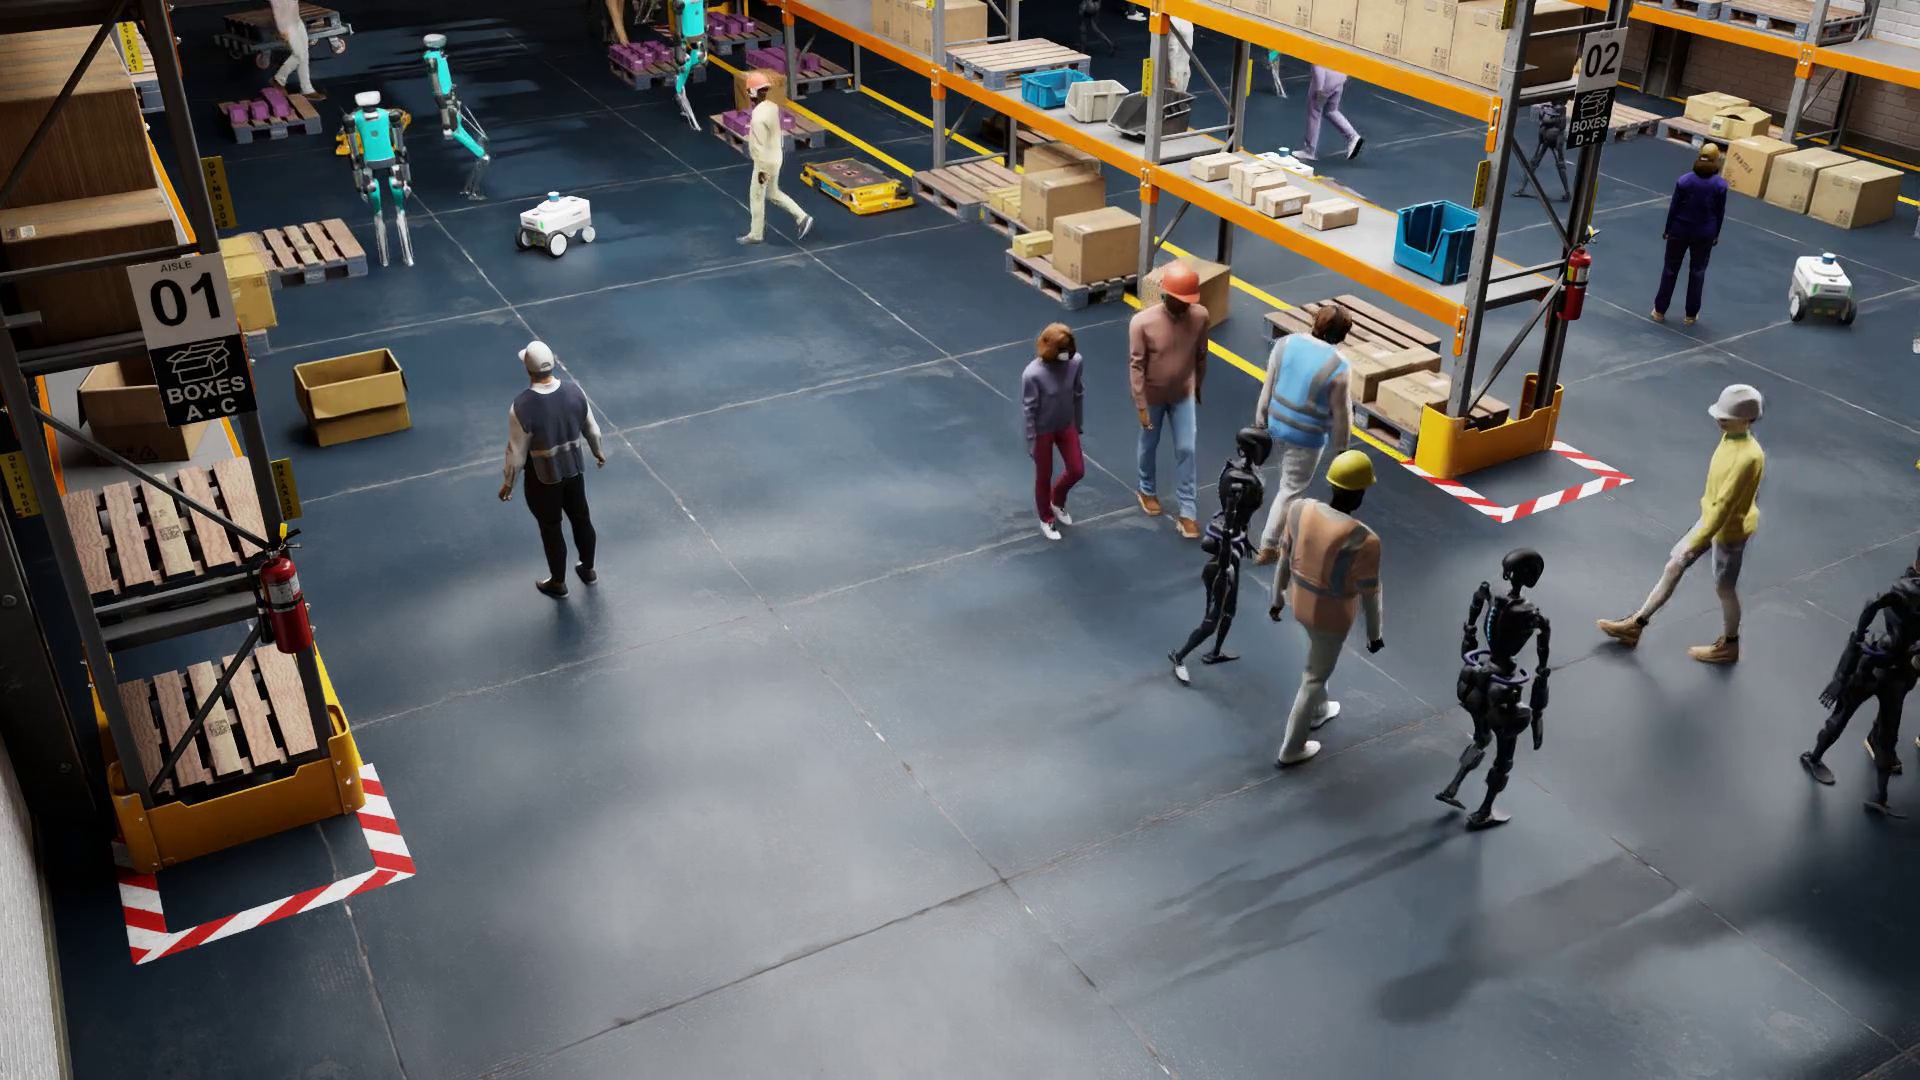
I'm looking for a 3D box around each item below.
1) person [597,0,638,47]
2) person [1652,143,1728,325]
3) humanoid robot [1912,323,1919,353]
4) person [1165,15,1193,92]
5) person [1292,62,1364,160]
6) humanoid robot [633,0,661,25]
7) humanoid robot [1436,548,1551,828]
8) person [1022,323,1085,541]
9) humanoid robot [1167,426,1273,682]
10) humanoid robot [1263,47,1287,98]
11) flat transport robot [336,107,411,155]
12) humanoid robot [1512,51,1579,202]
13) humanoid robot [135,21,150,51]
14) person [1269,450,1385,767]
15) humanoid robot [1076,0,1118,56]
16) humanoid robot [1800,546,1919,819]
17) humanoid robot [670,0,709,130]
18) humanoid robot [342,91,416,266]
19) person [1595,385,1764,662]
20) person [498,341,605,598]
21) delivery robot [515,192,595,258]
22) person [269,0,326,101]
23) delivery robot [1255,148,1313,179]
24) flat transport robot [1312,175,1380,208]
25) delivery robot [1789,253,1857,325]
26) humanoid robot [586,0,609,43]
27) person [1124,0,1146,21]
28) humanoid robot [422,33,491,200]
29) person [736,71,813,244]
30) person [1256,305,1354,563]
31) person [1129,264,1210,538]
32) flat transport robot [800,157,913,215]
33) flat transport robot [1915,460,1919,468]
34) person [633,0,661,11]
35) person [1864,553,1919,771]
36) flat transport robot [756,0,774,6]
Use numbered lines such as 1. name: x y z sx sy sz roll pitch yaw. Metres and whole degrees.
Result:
1. person: -4.890 -7.745 23.473 0.611 1.672 0.931 -19 35 -30
2. person: 6.502 -2.724 14.788 0.455 1.621 0.348 11 32 19
3. humanoid robot: 8.507 -2.377 14.090 0.546 1.803 0.821 -1 30 -1
4. person: 2.534 -5.485 19.325 0.348 1.898 0.575 13 32 21
5. person: 4.229 -5.214 18.876 0.713 1.877 0.652 26 39 37
6. humanoid robot: -4.738 -8.585 24.925 0.556 1.838 0.671 24 38 35
7. humanoid robot: 2.765 0.789 8.607 0.393 1.649 0.611 -15 33 -24
8. person: 0.643 -0.733 11.325 0.513 1.618 0.341 -15 33 -25
9. humanoid robot: 1.554 0.060 9.900 0.480 1.645 0.609 11 32 19
10. humanoid robot: 4.120 -6.596 21.440 0.684 1.814 0.549 24 38 35
11. flat transport robot: -7.035 -4.910 19.957 0.659 0.231 1.431 -4 30 -7
12. humanoid robot: 6.403 -4.433 17.736 0.722 1.634 0.589 3 30 5
13. humanoid robot: -11.284 -7.191 22.584 0.609 1.646 0.709 -25 38 -37
14. person: 2.088 0.352 9.152 0.787 1.897 0.621 -21 36 -32
15. humanoid robot: 1.885 -7.507 23.088 0.638 1.634 0.613 10 31 17
16. humanoid robot: 4.903 0.706 8.787 0.609 1.627 0.691 -6 30 -9
17. humanoid robot: -3.380 -5.901 20.241 0.827 1.801 0.541 22 36 33
18. humanoid robot: -5.555 -3.448 15.979 0.532 1.828 0.691 -12 32 -20
19. person: 4.436 -0.075 9.967 0.918 1.846 0.469 2 30 3
20. person: -2.608 -0.451 10.698 0.429 1.757 0.768 26 39 37
21. delivery robot: -4.047 -3.180 16.653 0.499 0.589 0.782 19 35 29
22. person: -8.534 -6.528 21.107 0.539 1.926 0.634 1 30 2
23. delivery robot: 3.464 -3.937 17.976 0.499 0.595 0.792 -17 34 -27
24. flat transport robot: 3.862 -3.584 17.648 0.659 0.231 1.431 -9 31 -15
25. delivery robot: 7.839 -2.310 15.134 0.499 0.584 0.783 6 30 10
26. humanoid robot: -5.295 -8.040 24.038 0.591 1.635 0.739 -8 31 -13
27. person: 2.689 -8.859 25.249 0.340 1.845 0.508 -1 30 -1
28. humanoid robot: -5.275 -4.481 17.759 0.669 1.816 0.549 -3 30 -6
29. person: -1.877 -3.780 16.536 0.712 1.717 0.579 4 30 7
30. person: 2.309 -0.716 11.120 0.751 1.802 0.644 -18 34 -28
31. person: 1.452 -0.955 11.395 0.614 1.948 0.868 -6 30 -10
32. flat transport robot: -1.143 -3.879 18.162 0.659 0.231 1.431 -16 34 -26
33. flat transport robot: 7.959 -0.548 12.363 1.431 0.231 0.659 -7 31 -13
34. person: -4.927 -9.167 25.791 0.632 1.839 0.429 -14 33 -22
35. person: 5.408 0.396 9.029 0.603 1.958 0.370 -1 30 -1
36. flat transport robot: -3.111 -8.862 26.836 0.659 0.231 1.431 -16 34 -26
